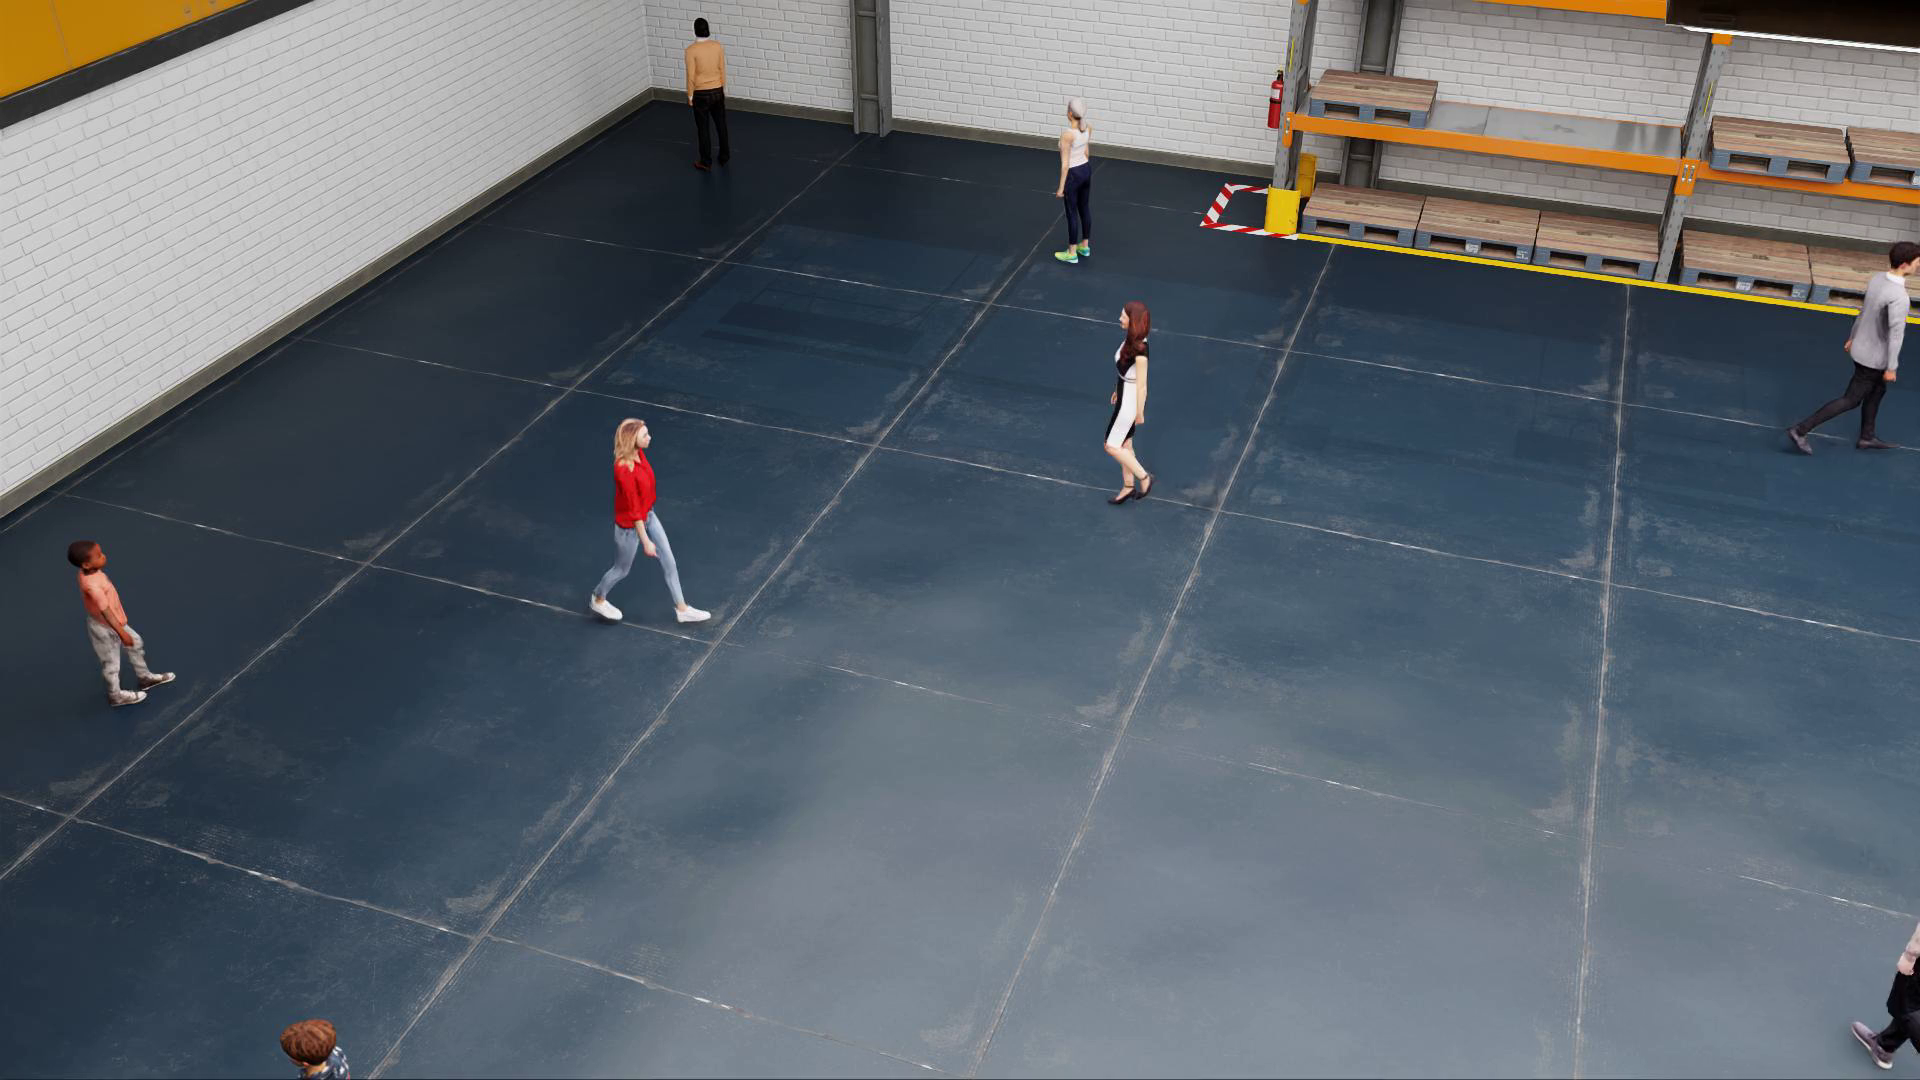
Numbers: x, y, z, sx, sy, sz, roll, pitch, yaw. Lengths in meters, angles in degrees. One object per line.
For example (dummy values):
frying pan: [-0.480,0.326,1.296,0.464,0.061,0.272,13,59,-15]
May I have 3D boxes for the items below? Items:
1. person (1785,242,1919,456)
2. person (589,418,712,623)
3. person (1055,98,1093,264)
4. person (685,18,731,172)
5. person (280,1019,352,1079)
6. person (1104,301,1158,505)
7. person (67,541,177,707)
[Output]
person: [7.410,-1.546,13.677,1.257,1.919,0.871,6,34,9]
person: [-2.350,-0.082,11.702,1.162,1.669,0.758,5,34,7]
person: [1.199,-3.705,17.123,0.663,1.701,0.668,28,43,35]
person: [-2.927,-5.173,19.283,0.756,1.754,0.781,-22,39,-29]
person: [-2.879,2.725,7.686,0.599,1.439,0.585,-2,34,-3]
person: [1.406,-1.047,13.048,0.755,1.785,0.688,1,34,2]
person: [-5.740,0.571,11.052,0.771,1.301,0.710,-14,36,-20]
